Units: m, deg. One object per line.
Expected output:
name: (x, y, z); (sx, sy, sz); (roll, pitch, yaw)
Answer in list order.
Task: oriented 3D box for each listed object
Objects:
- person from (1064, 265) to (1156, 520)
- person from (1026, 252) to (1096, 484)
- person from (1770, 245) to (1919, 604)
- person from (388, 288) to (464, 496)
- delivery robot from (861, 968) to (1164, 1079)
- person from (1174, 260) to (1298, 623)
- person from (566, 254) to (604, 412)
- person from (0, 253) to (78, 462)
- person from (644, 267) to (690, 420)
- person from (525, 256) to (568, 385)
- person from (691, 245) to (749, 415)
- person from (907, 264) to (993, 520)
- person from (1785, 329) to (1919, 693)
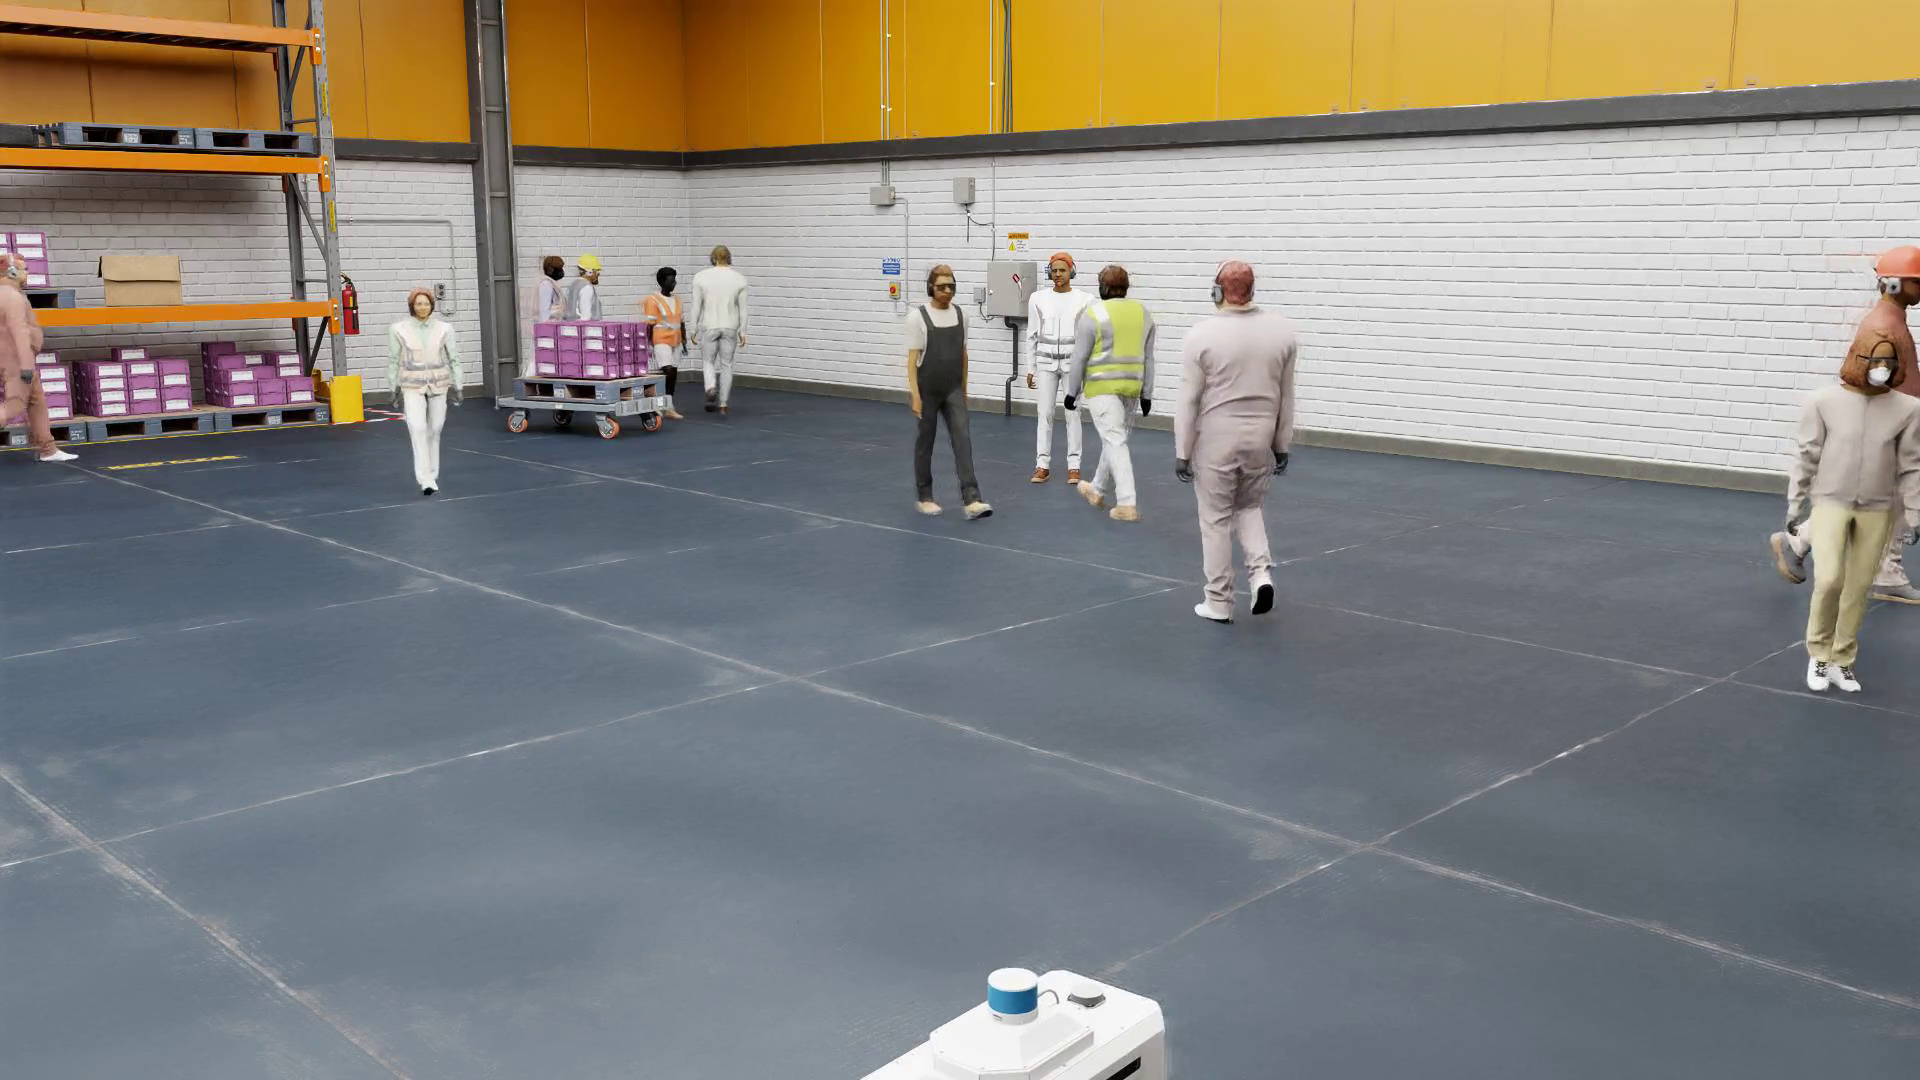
person: (1.061, -1.073, 12.043); (0.619, 1.797, 0.964); (-7, 12, -32)
person: (0.821, -1.398, 13.601); (0.574, 1.883, 0.356); (2, 11, 10)
person: (5.018, -0.617, 9.186); (0.753, 1.939, 0.629); (8, 13, 36)
person: (-4.123, -1.138, 12.913); (0.545, 1.598, 0.807); (-6, 12, -29)
delivery robot: (0.106, 1.102, 3.333); (0.477, 0.478, 0.707); (8, 13, 38)
person: (1.405, -0.500, 8.655); (0.667, 1.895, 0.427); (-4, 11, -19)
person: (-4.267, -2.352, 19.007); (0.455, 1.810, 0.631); (-6, 12, -28)
person: (-8.342, -1.575, 14.597); (0.889, 1.878, 0.654); (-9, 14, -40)
person: (-3.186, -2.130, 18.145); (0.376, 1.684, 0.539); (6, 12, 31)
person: (-4.837, -2.431, 19.538); (0.897, 1.802, 0.600); (-6, 12, -29)
person: (-2.683, -2.339, 18.667); (0.668, 1.908, 0.550); (-2, 11, -10)
person: (-0.094, -1.025, 11.755); (0.548, 1.805, 0.903); (-5, 12, -27)
person: (3.934, -0.111, 7.291); (0.535, 1.614, 0.468); (2, 11, 10)
